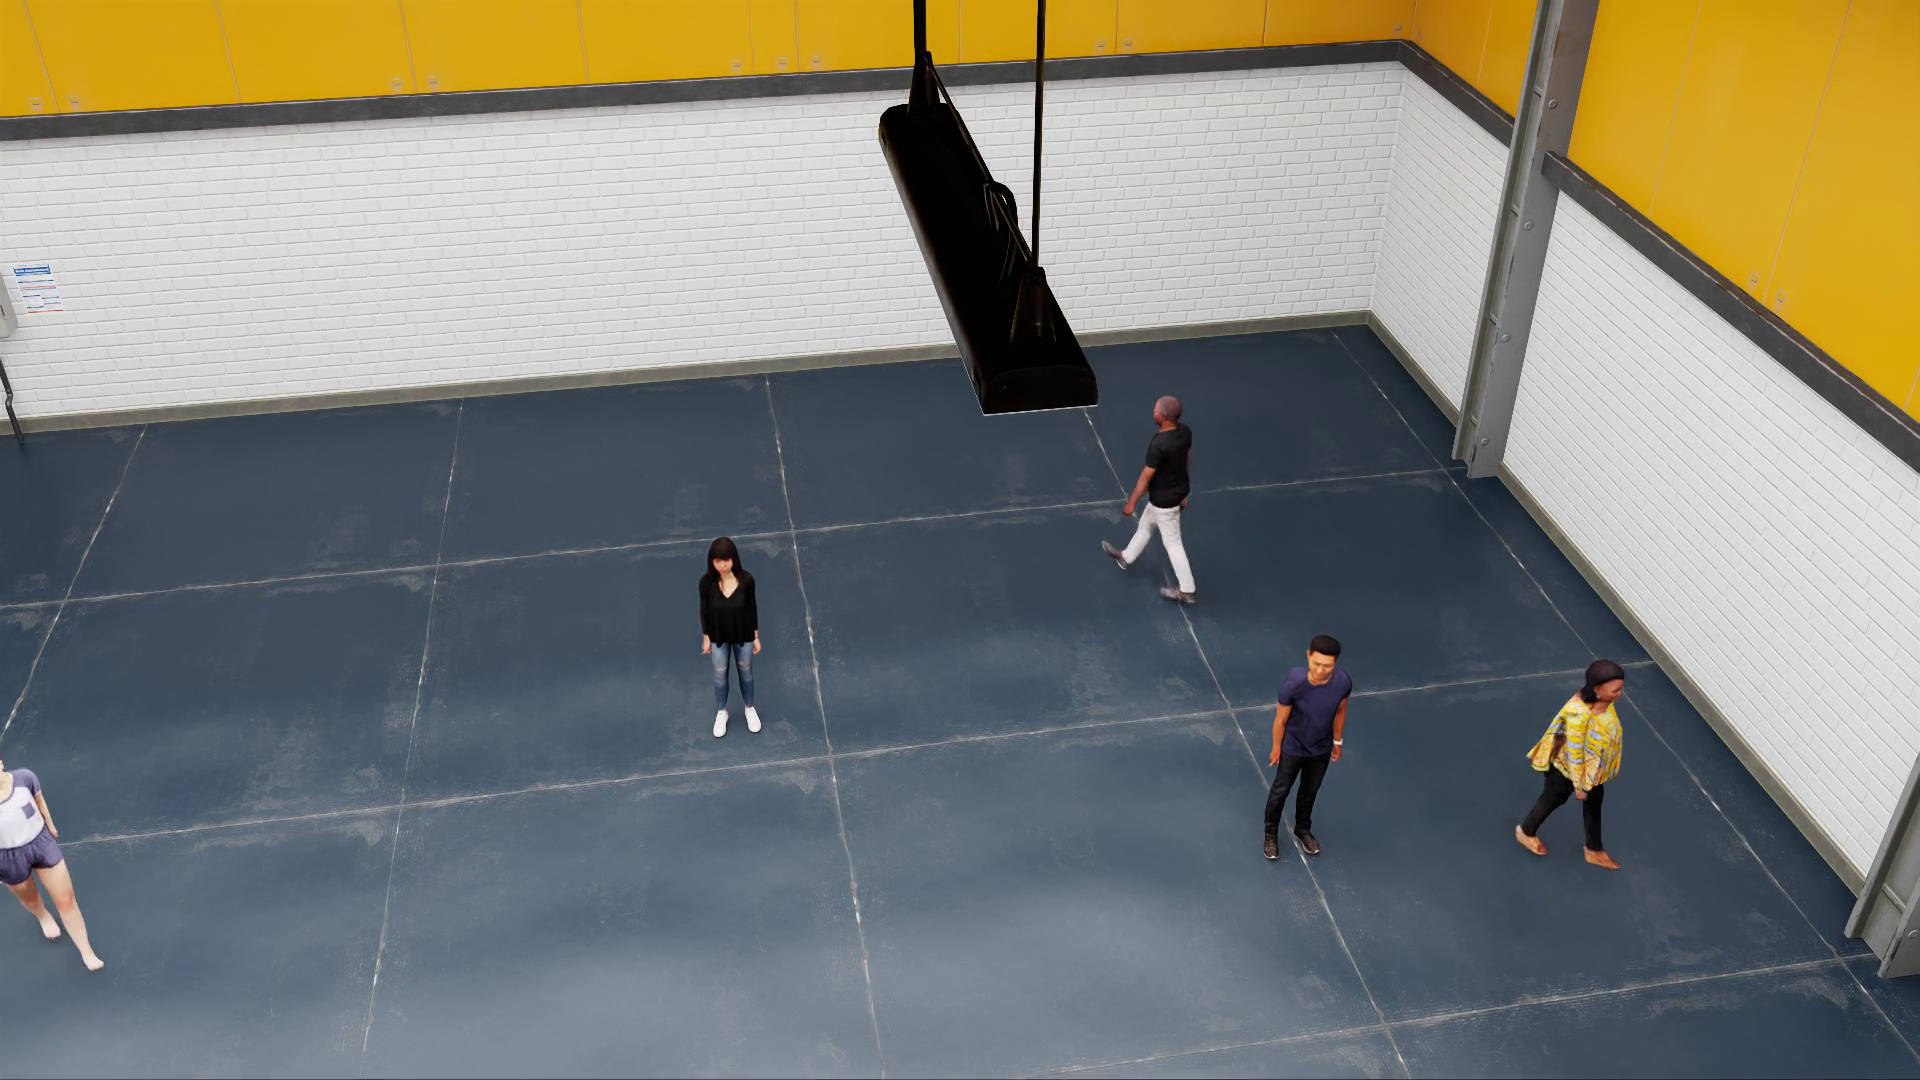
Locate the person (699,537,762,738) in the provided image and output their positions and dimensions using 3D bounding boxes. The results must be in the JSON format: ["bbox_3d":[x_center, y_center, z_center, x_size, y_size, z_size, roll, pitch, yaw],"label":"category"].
[{"bbox_3d":[-1.632,0.664,11.843,0.554,1.646,0.514,-4,34,-7],"label":"person"}]

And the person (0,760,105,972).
[{"bbox_3d":[-5.695,1.870,10.063,0.959,1.609,1.118,-28,43,-35],"label":"person"}]

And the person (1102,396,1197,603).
[{"bbox_3d":[1.701,-0.271,13.153,1.232,1.754,1.183,20,38,27],"label":"person"}]

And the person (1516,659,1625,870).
[{"bbox_3d":[3.883,1.417,10.727,0.982,1.628,1.071,-29,43,-36],"label":"person"}]

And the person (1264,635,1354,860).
[{"bbox_3d":[2.237,1.307,10.750,0.635,1.787,0.517,-4,34,-7],"label":"person"}]
